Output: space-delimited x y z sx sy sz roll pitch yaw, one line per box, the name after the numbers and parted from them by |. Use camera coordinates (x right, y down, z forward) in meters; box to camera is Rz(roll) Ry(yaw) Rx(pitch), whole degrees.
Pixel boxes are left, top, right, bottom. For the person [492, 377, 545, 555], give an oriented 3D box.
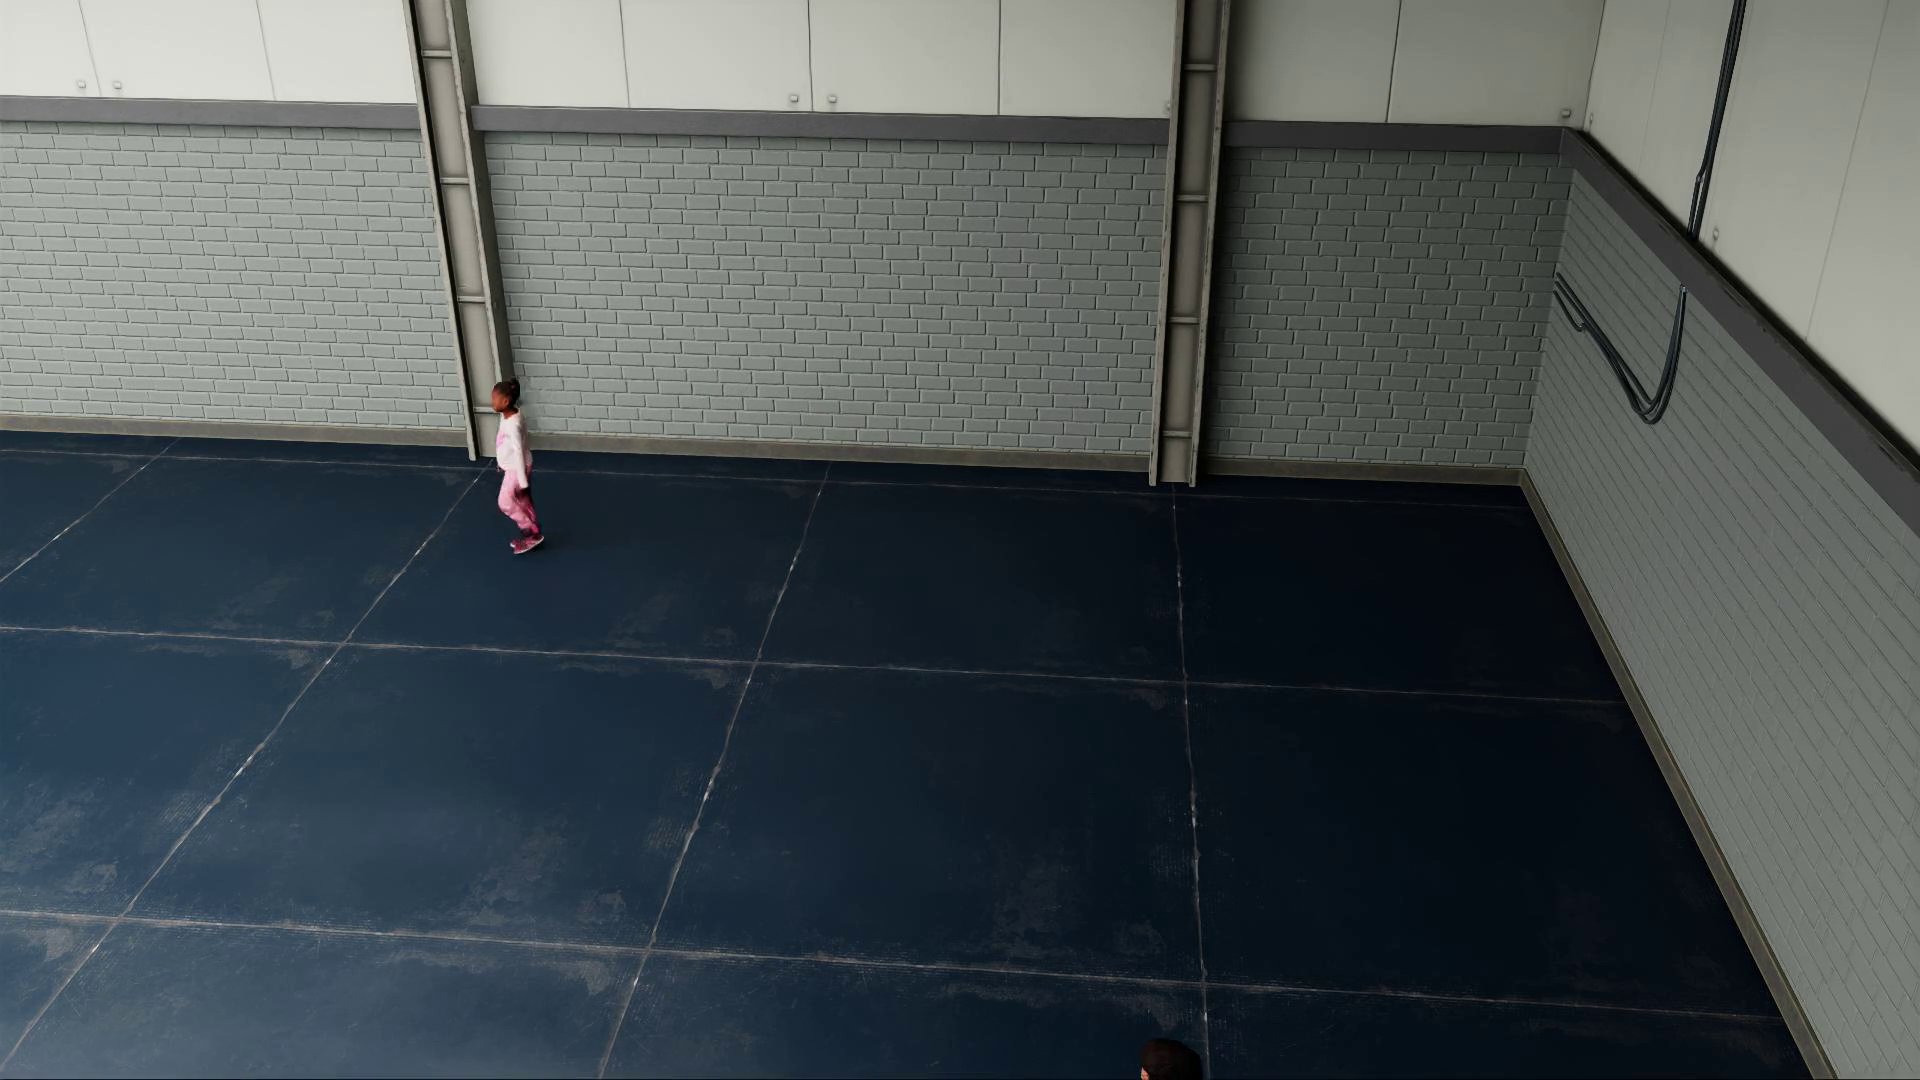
-3.377 -0.588 12.931 0.621 1.436 0.618 -6 28 -12 | person
